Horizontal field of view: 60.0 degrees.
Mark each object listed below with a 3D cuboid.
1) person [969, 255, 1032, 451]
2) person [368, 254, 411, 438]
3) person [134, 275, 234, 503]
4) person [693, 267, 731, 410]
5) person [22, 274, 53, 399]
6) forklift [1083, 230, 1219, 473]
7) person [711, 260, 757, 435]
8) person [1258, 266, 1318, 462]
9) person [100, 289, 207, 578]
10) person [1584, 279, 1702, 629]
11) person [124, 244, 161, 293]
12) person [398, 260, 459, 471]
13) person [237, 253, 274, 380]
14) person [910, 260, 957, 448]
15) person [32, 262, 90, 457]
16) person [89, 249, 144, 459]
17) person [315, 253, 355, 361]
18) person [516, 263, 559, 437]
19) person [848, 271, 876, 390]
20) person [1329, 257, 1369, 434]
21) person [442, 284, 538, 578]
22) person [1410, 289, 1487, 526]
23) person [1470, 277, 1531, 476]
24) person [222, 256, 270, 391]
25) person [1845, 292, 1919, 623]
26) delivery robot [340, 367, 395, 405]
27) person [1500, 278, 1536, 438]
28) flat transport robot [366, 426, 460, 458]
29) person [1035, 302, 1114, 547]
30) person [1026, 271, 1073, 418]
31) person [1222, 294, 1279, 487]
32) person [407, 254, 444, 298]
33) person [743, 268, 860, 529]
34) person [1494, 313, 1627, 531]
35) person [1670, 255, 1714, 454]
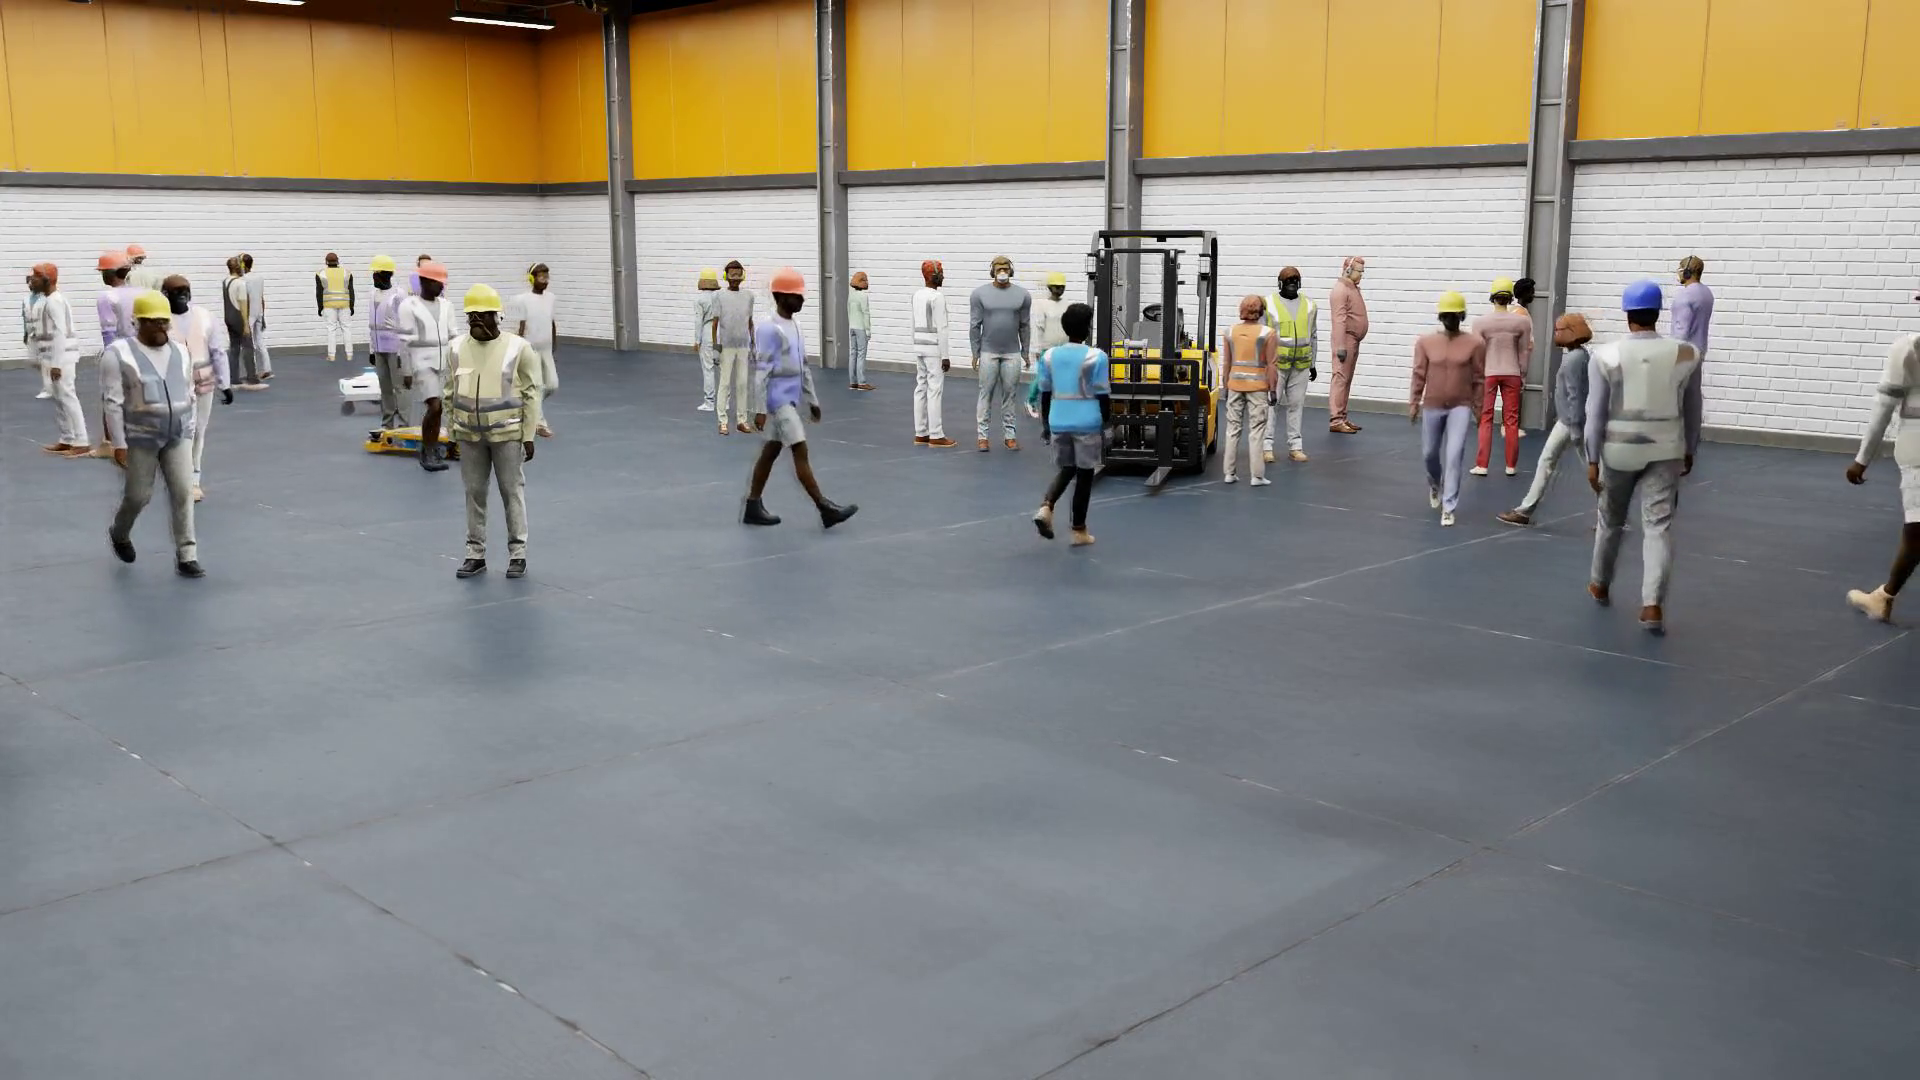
[{"bbox_3d":[0.402,-1.843,16.474,0.627,1.941,0.374,-2,11,-9],"label":"person"},{"bbox_3d":[-5.995,-2.016,17.441,0.587,1.930,0.355,7,12,33],"label":"person"},{"bbox_3d":[-6.146,-1.194,13.269,0.627,1.808,0.814,-9,14,-41],"label":"person"},{"bbox_3d":[-3.051,-2.455,20.339,0.487,1.744,0.313,-9,14,-41],"label":"person"},{"bbox_3d":[-12.058,-2.680,21.864,0.530,1.626,0.438,3,11,17],"label":"person"},{"bbox_3d":[1.804,-1.825,15.677,1.214,2.155,2.313,2,11,13],"label":"forklift"},{"bbox_3d":[-2.418,-2.063,17.876,0.532,1.864,0.312,-6,12,-31],"label":"person"},{"bbox_3d":[3.082,-1.651,15.688,0.634,1.842,0.429,-2,11,-10],"label":"person"},{"bbox_3d":[-5.098,-0.666,10.449,0.763,1.807,0.590,8,13,39],"label":"person"},{"bbox_3d":[3.777,-0.486,9.222,0.622,1.895,1.019,3,11,15],"label":"person"},{"bbox_3d":[-12.128,-3.371,24.641,0.371,1.997,0.622,8,13,37],"label":"person"},{"bbox_3d":[-4.736,-1.557,15.021,0.558,1.905,0.540,7,12,33],"label":"person"},{"bbox_3d":[-10.467,-3.276,24.564,0.416,1.872,0.582,3,11,17],"label":"person"},{"bbox_3d":[-0.284,-1.875,16.798,0.355,1.883,0.574,-7,12,-33],"label":"person"},{"bbox_3d":[-8.729,-1.742,16.104,0.363,1.880,0.594,-5,12,-27],"label":"person"},{"bbox_3d":[-7.856,-1.742,15.742,1.026,2.006,0.615,3,11,18],"label":"person"},{"bbox_3d":[-10.631,-3.965,28.327,0.622,1.838,0.429,-6,12,-29],"label":"person"},{"bbox_3d":[-4.516,-2.020,17.698,0.539,1.847,0.510,9,14,42],"label":"person"},{"bbox_3d":[-1.378,-2.890,23.017,0.279,1.633,0.501,-7,12,-32],"label":"person"},{"bbox_3d":[4.220,-2.114,18.059,0.407,1.902,0.639,5,11,24],"label":"person"},{"bbox_3d":[-2.937,-0.673,10.380,0.596,1.832,0.404,1,10,4],"label":"person"},{"bbox_3d":[3.666,-1.011,12.497,0.532,1.744,0.733,4,11,21],"label":"person"},{"bbox_3d":[4.768,-1.440,14.745,0.524,1.770,0.315,1,10,3],"label":"person"},{"bbox_3d":[-9.864,-2.962,22.859,0.531,1.846,0.454,7,13,35],"label":"person"},{"bbox_3d":[5.109,-0.446,8.761,0.616,1.991,1.056,-2,11,-11],"label":"person"},{"bbox_3d":[-7.033,-1.819,19.864,0.707,0.478,0.477,-4,11,-20],"label":"delivery robot"},{"bbox_3d":[5.896,-1.920,17.582,0.321,1.689,0.530,4,11,20],"label":"person"},{"bbox_3d":[-5.050,-0.969,16.257,1.431,0.197,0.652,6,12,28],"label":"flat transport robot"},{"bbox_3d":[0.779,-0.771,11.325,0.539,1.684,0.419,9,14,40],"label":"person"},{"bbox_3d":[1.043,-2.240,19.191,0.538,1.735,0.855,-5,12,-27],"label":"person"},{"bbox_3d":[2.470,-1.271,14.195,0.518,1.633,0.310,8,13,36],"label":"person"},{"bbox_3d":[-8.233,-3.489,25.702,0.570,1.843,0.372,-6,12,-28],"label":"person"},{"bbox_3d":[-1.190,-1.017,12.100,0.972,1.884,0.571,3,11,16],"label":"person"},{"bbox_3d":[4.426,-0.847,12.026,0.922,1.581,0.500,7,13,34],"label":"person"},{"bbox_3d":[7.052,-1.785,16.152,0.635,1.938,0.359,-10,15,-44],"label":"person"}]
